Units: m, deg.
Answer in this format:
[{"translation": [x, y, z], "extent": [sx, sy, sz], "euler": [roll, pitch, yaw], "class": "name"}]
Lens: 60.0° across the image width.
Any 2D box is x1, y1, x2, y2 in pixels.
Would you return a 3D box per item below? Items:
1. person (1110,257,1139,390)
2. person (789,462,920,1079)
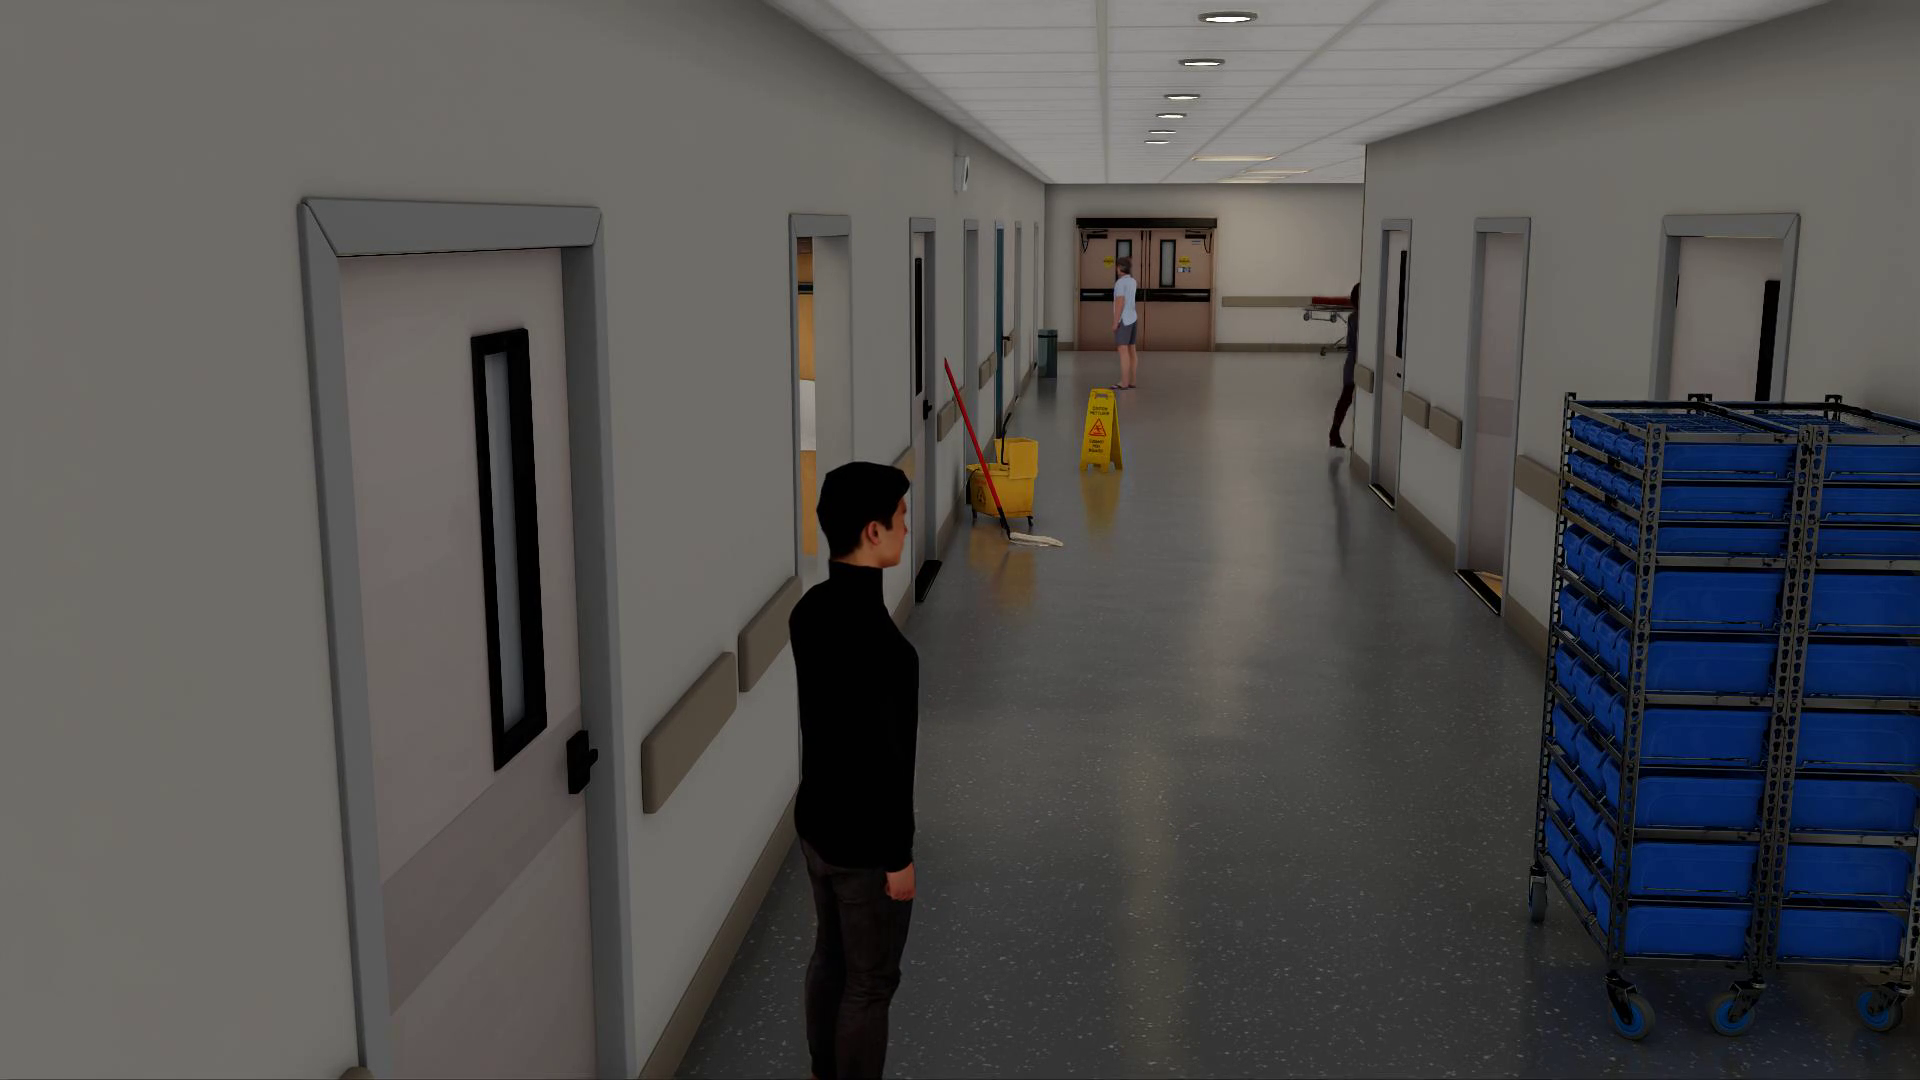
[{"translation": [2.330, -3.042, 23.276], "extent": [0.797, 1.831, 0.675], "euler": [7, 13, 32], "class": "person"}, {"translation": [-0.253, 0.665, 4.030], "extent": [0.782, 1.722, 0.654], "euler": [-5, 12, -24], "class": "person"}]
